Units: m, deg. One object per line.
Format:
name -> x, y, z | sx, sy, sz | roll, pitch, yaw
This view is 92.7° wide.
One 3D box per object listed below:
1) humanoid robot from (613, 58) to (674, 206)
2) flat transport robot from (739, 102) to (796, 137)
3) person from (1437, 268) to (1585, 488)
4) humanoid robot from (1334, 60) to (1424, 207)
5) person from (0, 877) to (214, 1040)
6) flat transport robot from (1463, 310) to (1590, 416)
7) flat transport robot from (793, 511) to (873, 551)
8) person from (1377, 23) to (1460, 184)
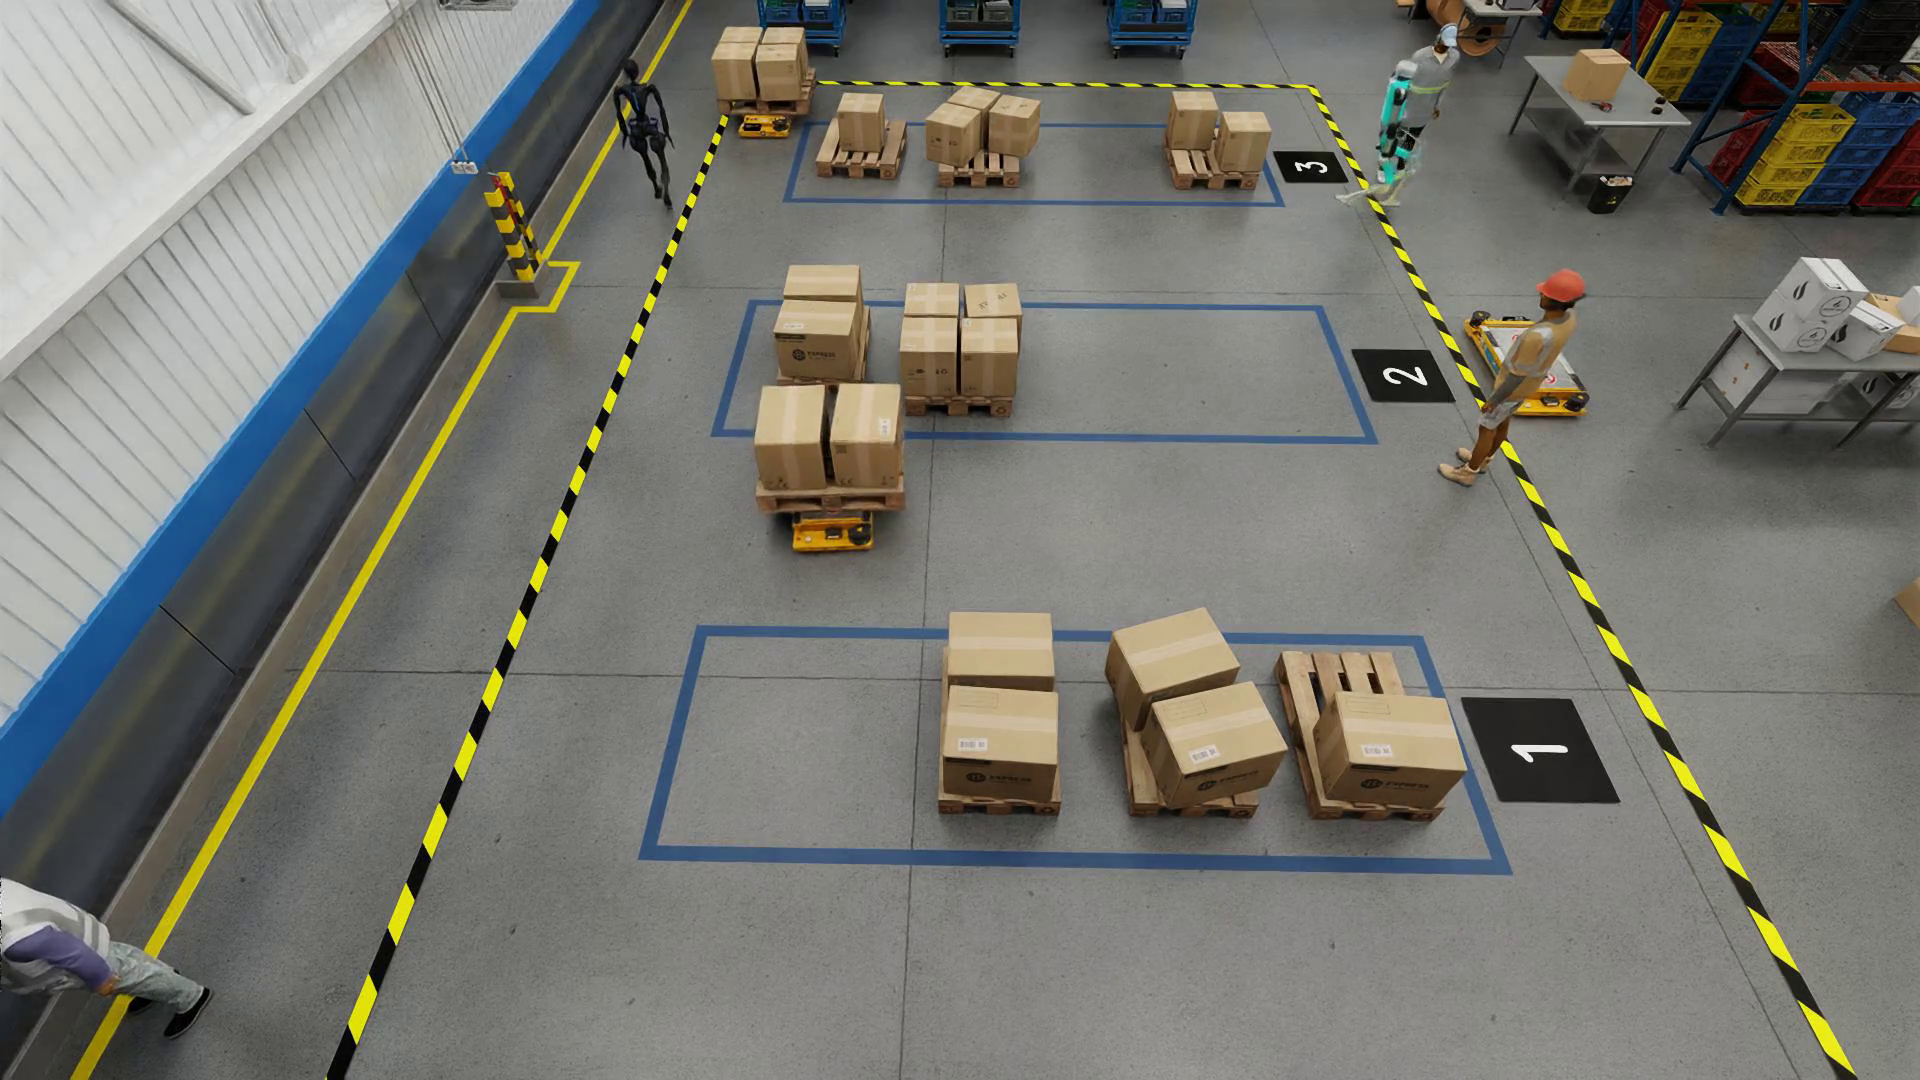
humanoid robot -> -3.687, -4.723, 10.702 | 0.589, 1.642, 0.573 | -8, 50, -7
flat transport robot -> -2.632, -6.021, 12.727 | 0.652, 0.197, 1.431 | 1, 49, 1
person -> 4.490, -1.283, 7.473 | 0.613, 2.039, 0.389 | -31, 56, -24
humanoid robot -> 5.022, -4.548, 10.502 | 1.028, 1.725, 0.546 | 9, 50, 8
person -> -4.562, 2.121, 4.663 | 0.591, 1.832, 0.404 | 22, 53, 18
flat transport robot -> 5.573, -1.757, 9.054 | 0.659, 0.231, 1.431 | 1, 49, 1
flat transport robot -> -1.074, -0.509, 7.955 | 0.652, 0.197, 1.431 | -2, 49, -1
person -> 5.521, -5.213, 11.000 | 0.587, 1.849, 0.389 | -6, 49, -5
